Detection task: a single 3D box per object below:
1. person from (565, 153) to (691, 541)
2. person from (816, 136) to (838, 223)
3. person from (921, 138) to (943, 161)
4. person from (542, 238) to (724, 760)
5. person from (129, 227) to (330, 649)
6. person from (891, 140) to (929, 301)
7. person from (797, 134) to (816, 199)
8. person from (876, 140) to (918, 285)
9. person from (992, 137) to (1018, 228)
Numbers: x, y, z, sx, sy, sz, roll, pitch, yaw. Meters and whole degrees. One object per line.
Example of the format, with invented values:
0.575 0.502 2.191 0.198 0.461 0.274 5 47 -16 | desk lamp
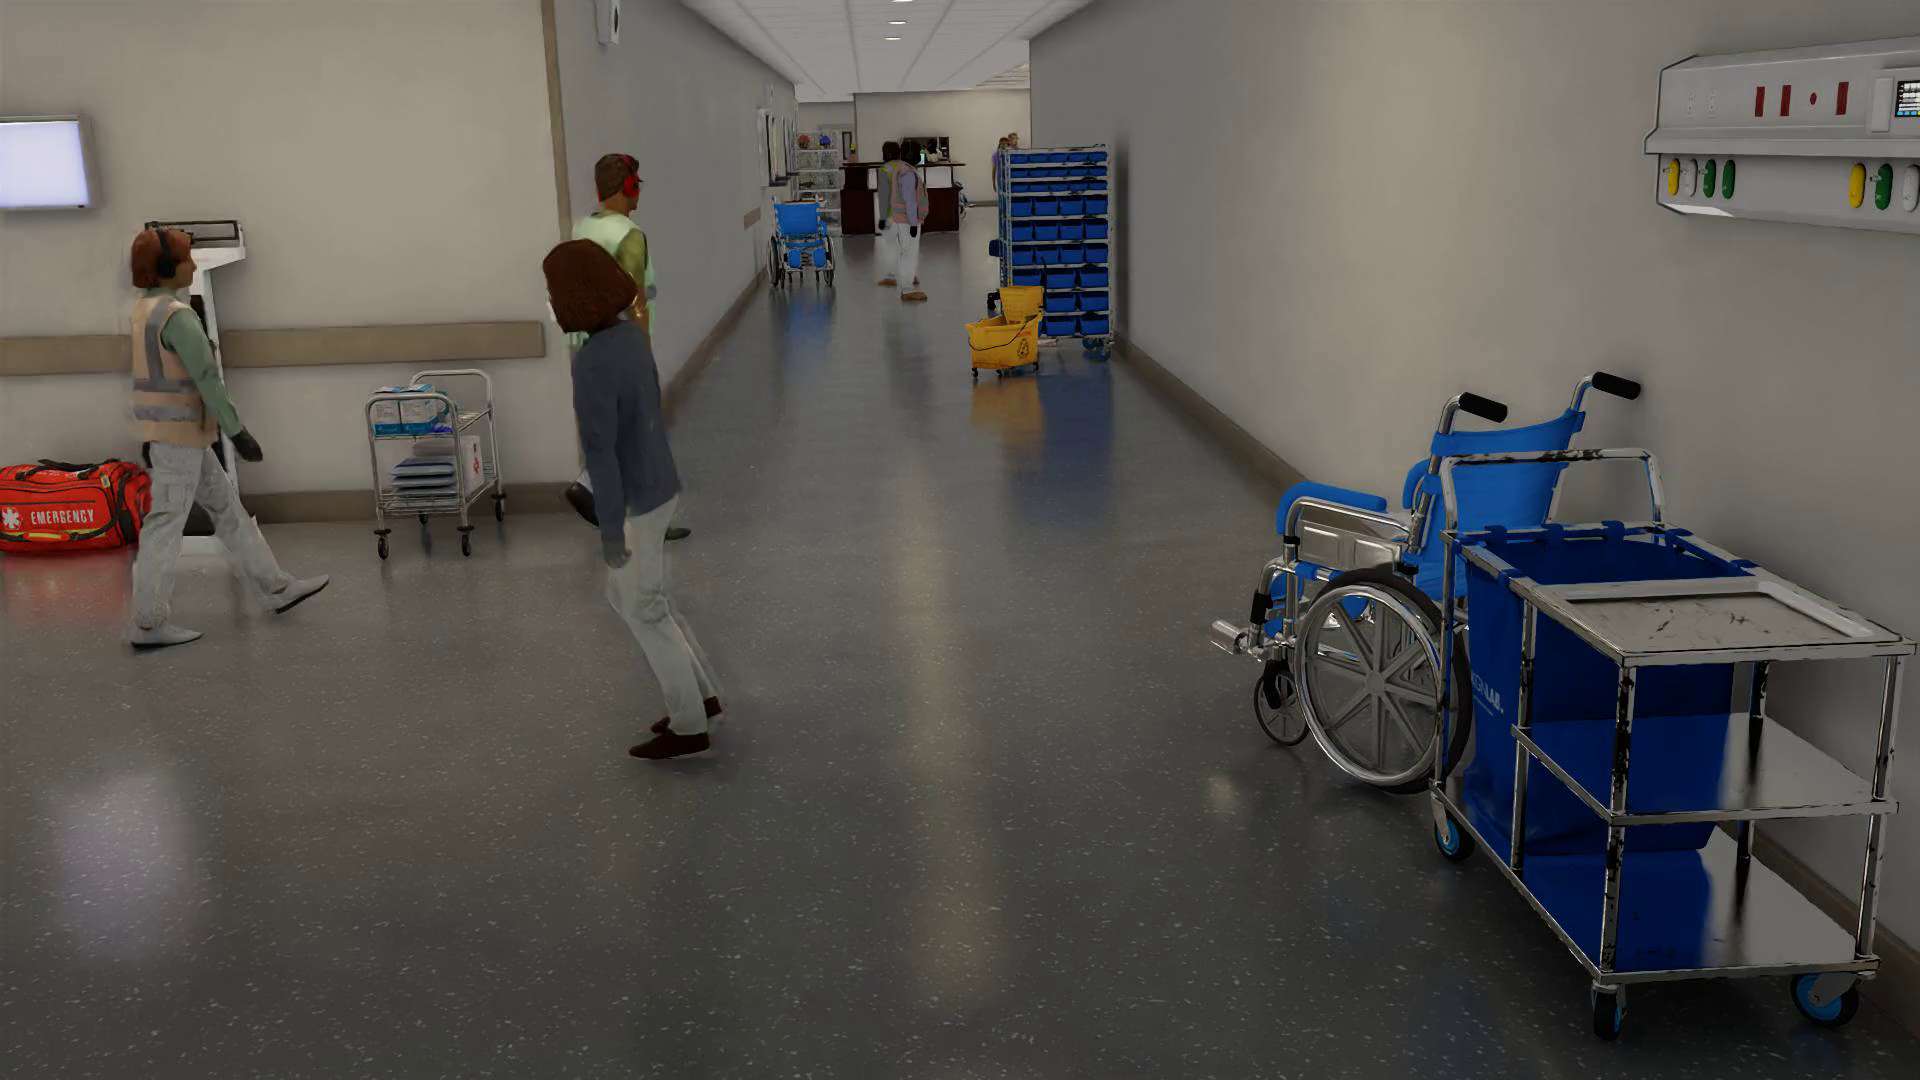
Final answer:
-1.615 -0.887 7.854 0.469 1.830 0.632 -10 16 -32 | person
-3.059 -8.219 37.917 0.386 1.948 0.605 -9 16 -29 | person
-0.618 -8.194 37.778 0.632 1.836 0.429 -9 16 -29 | person
-0.979 -0.096 4.987 0.410 1.604 0.501 -1 14 4 | person
-2.933 -0.403 6.493 0.831 1.601 0.521 -11 16 -33 | person
-0.569 -3.698 19.297 0.431 1.836 0.619 -4 14 -10 | person
-3.419 -7.995 36.966 0.414 1.998 0.626 -12 17 -36 | person
-0.837 -4.179 21.299 0.430 1.846 0.631 10 18 41 | person
0.941 -7.152 33.375 0.573 1.802 0.901 -2 14 -3 | person
